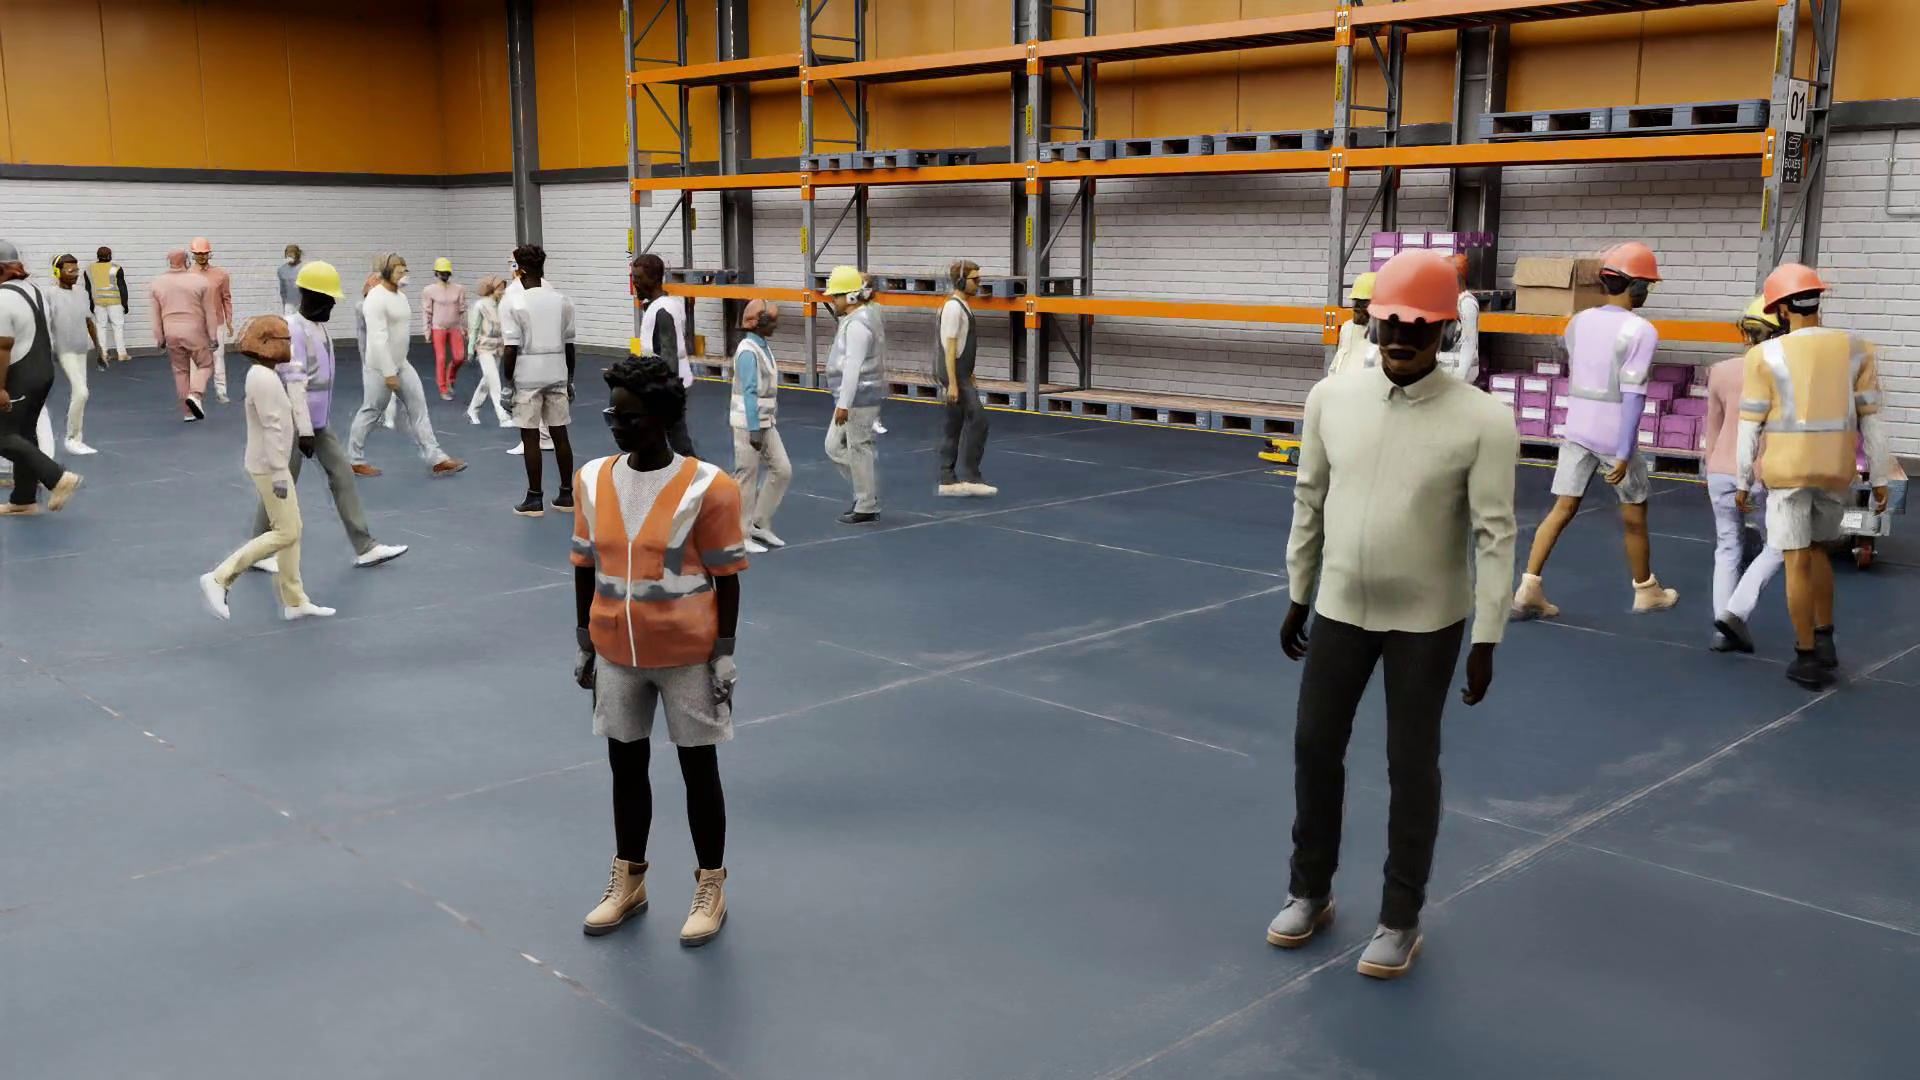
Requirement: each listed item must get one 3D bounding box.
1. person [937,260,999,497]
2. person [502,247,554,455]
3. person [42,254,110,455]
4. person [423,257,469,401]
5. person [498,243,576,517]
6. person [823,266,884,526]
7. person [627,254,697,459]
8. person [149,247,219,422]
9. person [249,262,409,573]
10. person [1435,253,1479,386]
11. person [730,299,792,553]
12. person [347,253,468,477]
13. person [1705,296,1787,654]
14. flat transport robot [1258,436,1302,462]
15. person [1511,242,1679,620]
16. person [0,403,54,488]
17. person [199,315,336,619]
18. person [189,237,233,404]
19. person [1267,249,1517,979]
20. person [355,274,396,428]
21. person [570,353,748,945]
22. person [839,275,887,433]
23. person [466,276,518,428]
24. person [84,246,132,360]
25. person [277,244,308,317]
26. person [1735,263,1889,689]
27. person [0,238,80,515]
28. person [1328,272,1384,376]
[{"bbox_3d":[0.105,-1.229,12.814,0.632,1.828,0.541,1,10,4],"label":"person"},{"bbox_3d":[-4.018,-1.743,15.410,0.406,1.911,0.636,4,11,21],"label":"person"},{"bbox_3d":[-8.127,-1.700,15.344,0.515,1.850,0.529,2,11,13],"label":"person"},{"bbox_3d":[-6.312,-2.589,20.410,0.559,1.753,0.481,-8,13,-36],"label":"person"},{"bbox_3d":[-3.055,-1.154,12.042,0.367,1.962,0.613,10,14,43],"label":"person"},{"bbox_3d":[-0.742,-0.986,11.562,0.423,1.806,0.598,-2,10,-8],"label":"person"},{"bbox_3d":[-2.239,-1.078,11.840,0.882,1.882,0.600,-1,10,-7],"label":"person"},{"bbox_3d":[-8.364,-2.208,17.968,0.663,1.894,0.515,-1,10,-5],"label":"person"},{"bbox_3d":[-3.877,-0.726,9.989,0.975,1.858,0.672,0,10,-2],"label":"person"},{"bbox_3d":[3.776,-1.239,12.721,0.354,1.886,0.572,1,10,5],"label":"person"},{"bbox_3d":[-1.275,-0.719,10.604,0.456,1.617,0.567,1,10,8],"label":"person"},{"bbox_3d":[-4.719,-1.439,13.858,1.041,1.876,0.637,1,10,7],"label":"person"},{"bbox_3d":[3.797,-0.302,7.995,0.389,1.754,0.525,-6,12,-31],"label":"person"},{"bbox_3d":[3.404,-0.772,14.582,1.431,0.197,0.652,10,14,42],"label":"flat transport robot"},{"bbox_3d":[3.382,-0.557,8.742,1.074,1.990,0.612,-5,12,-27],"label":"person"},{"bbox_3d":[-7.643,-1.341,13.385,0.886,1.839,0.592,5,11,24],"label":"person"},{"bbox_3d":[-3.621,-0.356,8.622,0.566,1.616,0.516,-4,11,-21],"label":"person"},{"bbox_3d":[-9.063,-2.627,19.994,0.612,1.995,0.392,-6,12,-30],"label":"person"},{"bbox_3d":[1.187,0.203,4.589,0.660,1.982,0.437,7,13,35],"label":"person"},{"bbox_3d":[-6.110,-1.985,17.531,0.506,1.618,0.499,-6,12,-30],"label":"person"},{"bbox_3d":[-0.867,0.316,4.749,0.538,1.698,0.319,3,11,17],"label":"person"},{"bbox_3d":[-0.978,-1.859,16.817,0.511,1.632,0.336,-6,12,-28],"label":"person"},{"bbox_3d":[-5.009,-1.987,17.603,0.856,1.594,0.556,5,12,26],"label":"person"},{"bbox_3d":[-13.776,-3.819,26.916,0.636,1.840,0.429,-1,10,-4],"label":"person"},{"bbox_3d":[-10.047,-3.576,25.461,0.643,1.906,0.826,1,10,8],"label":"person"},{"bbox_3d":[3.824,-0.290,7.522,0.632,1.889,0.575,1,10,4],"label":"person"},{"bbox_3d":[-6.724,-1.163,11.885,0.667,2.000,0.686,-1,10,-4],"label":"person"},{"bbox_3d":[2.736,-0.897,11.156,0.941,1.788,0.601,-4,11,-22],"label":"person"}]
